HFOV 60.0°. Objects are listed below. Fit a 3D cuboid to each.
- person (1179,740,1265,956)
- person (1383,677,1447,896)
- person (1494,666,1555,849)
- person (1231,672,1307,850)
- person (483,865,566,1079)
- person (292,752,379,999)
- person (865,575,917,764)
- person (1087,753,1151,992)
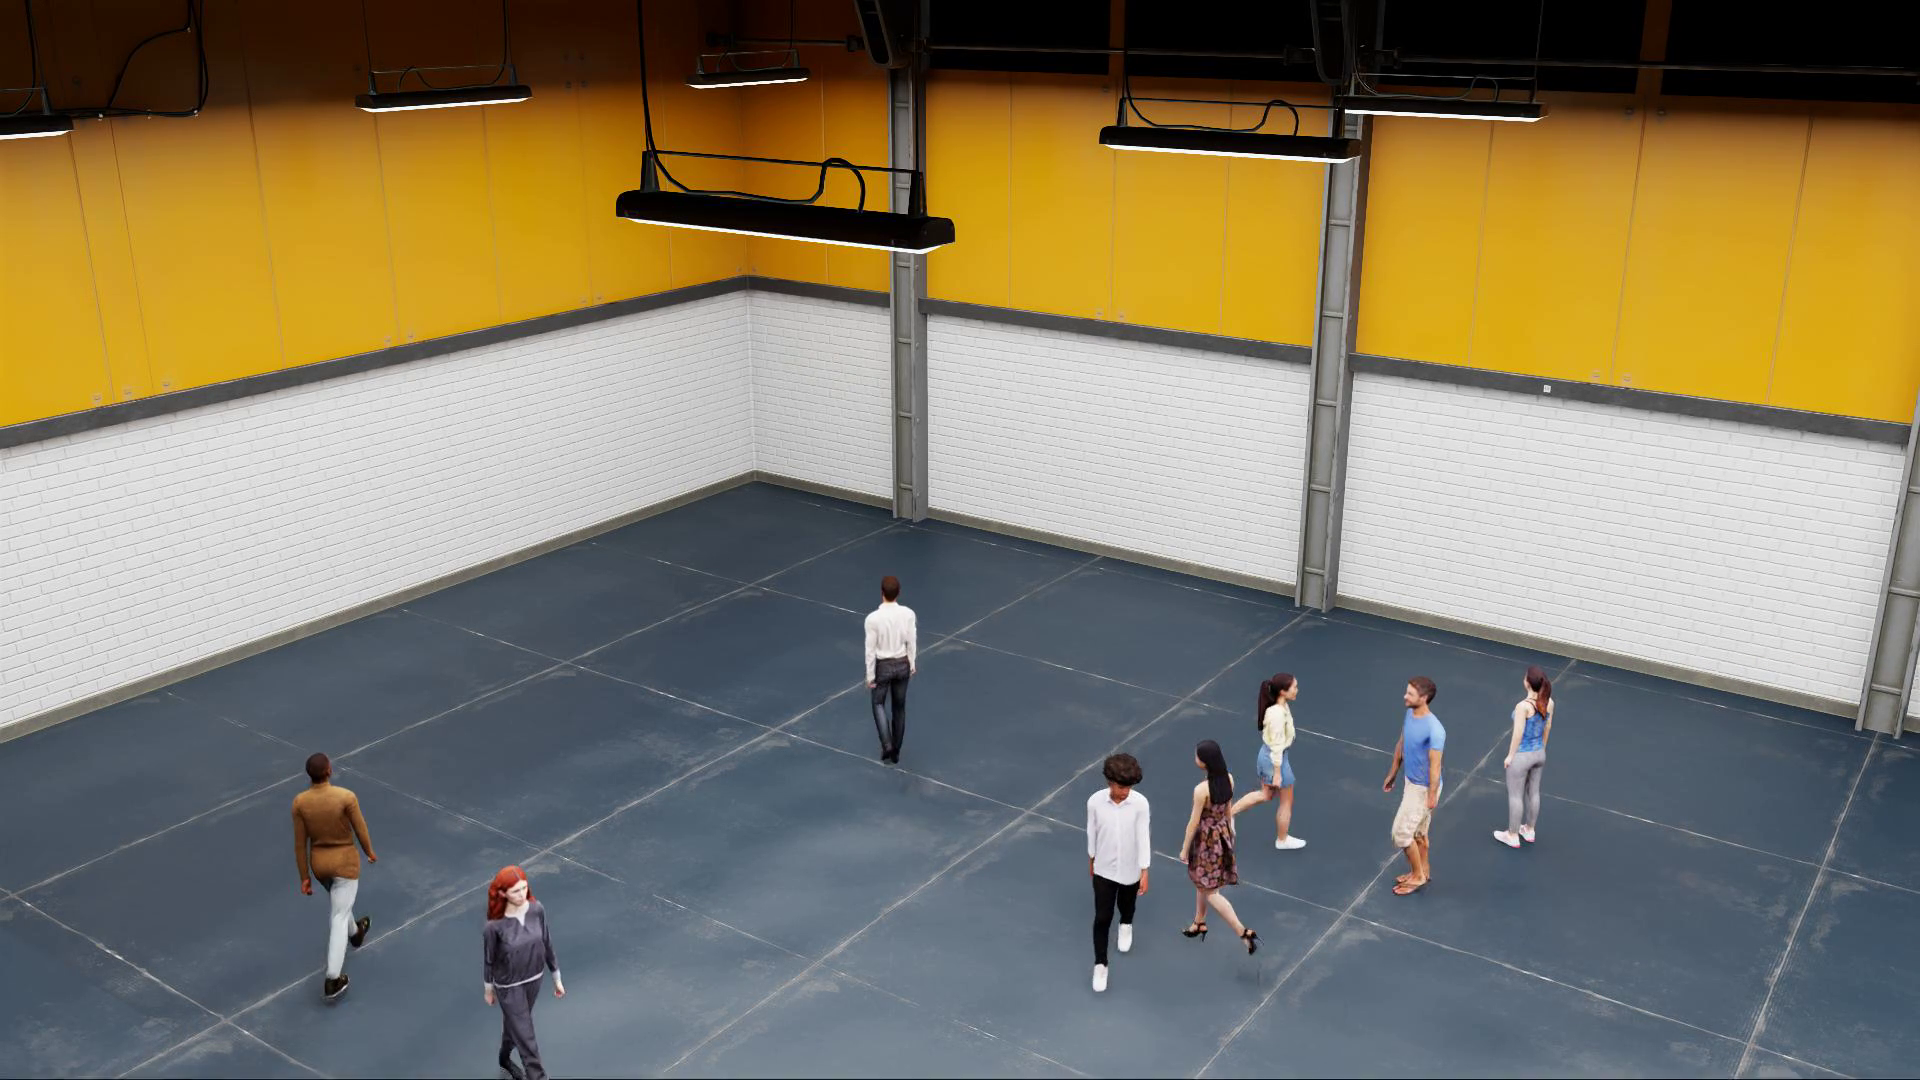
[{"bbox_3d":[1.919,2.345,12.412,0.704,1.750,1.019,-17,25,-41],"label":"person"},{"bbox_3d":[3.790,1.960,13.409,0.872,1.845,0.814,-2,19,-6],"label":"person"},{"bbox_3d":[4.821,1.834,14.153,0.656,1.609,0.674,-9,21,-25],"label":"person"},{"bbox_3d":[2.575,1.877,14.018,1.098,1.613,0.949,1,19,4],"label":"person"},{"bbox_3d":[-2.912,2.896,10.832,1.211,1.714,0.703,16,25,40],"label":"person"},{"bbox_3d":[-4.558,2.446,12.090,1.221,1.764,1.143,0,19,0],"label":"person"},{"bbox_3d":[-0.616,1.248,15.500,0.852,1.858,0.910,-5,19,-15],"label":"person"},{"bbox_3d":[1.179,2.364,12.312,1.108,1.778,1.023,2,19,5],"label":"person"}]
